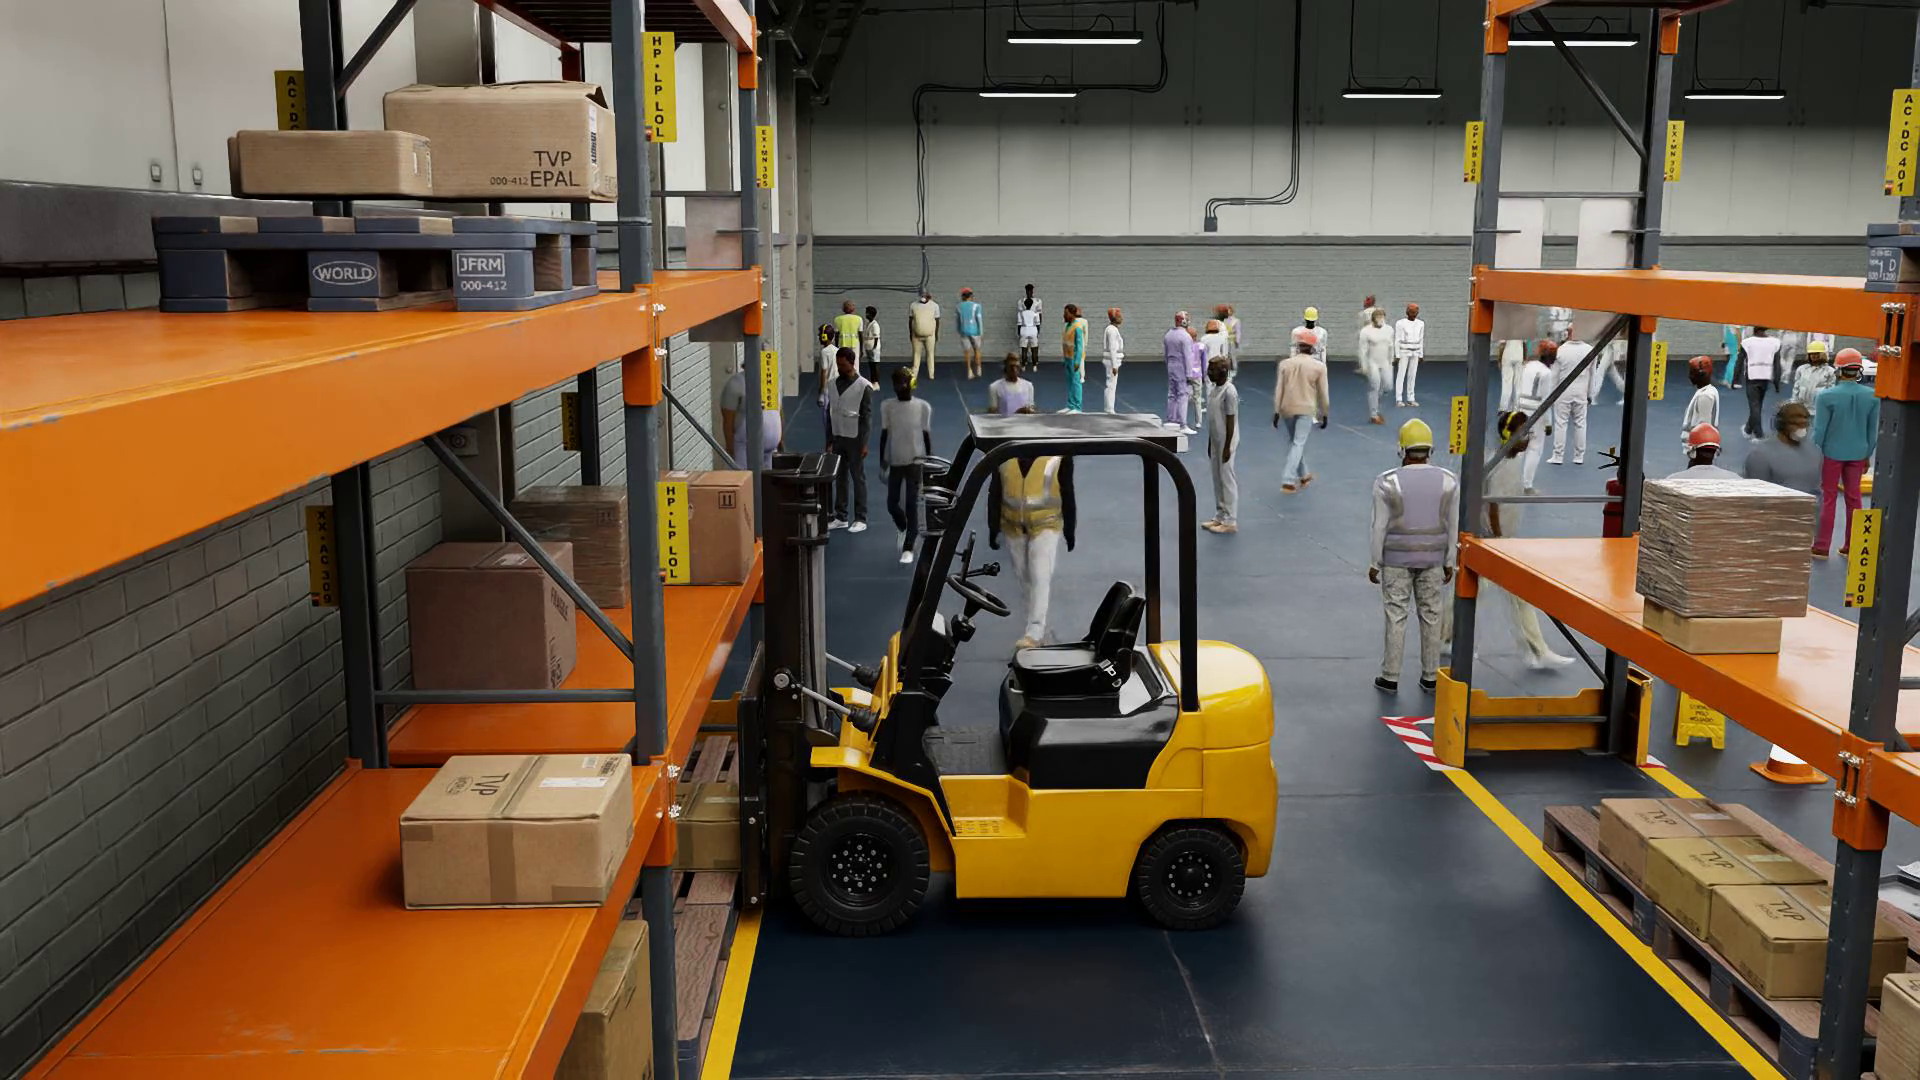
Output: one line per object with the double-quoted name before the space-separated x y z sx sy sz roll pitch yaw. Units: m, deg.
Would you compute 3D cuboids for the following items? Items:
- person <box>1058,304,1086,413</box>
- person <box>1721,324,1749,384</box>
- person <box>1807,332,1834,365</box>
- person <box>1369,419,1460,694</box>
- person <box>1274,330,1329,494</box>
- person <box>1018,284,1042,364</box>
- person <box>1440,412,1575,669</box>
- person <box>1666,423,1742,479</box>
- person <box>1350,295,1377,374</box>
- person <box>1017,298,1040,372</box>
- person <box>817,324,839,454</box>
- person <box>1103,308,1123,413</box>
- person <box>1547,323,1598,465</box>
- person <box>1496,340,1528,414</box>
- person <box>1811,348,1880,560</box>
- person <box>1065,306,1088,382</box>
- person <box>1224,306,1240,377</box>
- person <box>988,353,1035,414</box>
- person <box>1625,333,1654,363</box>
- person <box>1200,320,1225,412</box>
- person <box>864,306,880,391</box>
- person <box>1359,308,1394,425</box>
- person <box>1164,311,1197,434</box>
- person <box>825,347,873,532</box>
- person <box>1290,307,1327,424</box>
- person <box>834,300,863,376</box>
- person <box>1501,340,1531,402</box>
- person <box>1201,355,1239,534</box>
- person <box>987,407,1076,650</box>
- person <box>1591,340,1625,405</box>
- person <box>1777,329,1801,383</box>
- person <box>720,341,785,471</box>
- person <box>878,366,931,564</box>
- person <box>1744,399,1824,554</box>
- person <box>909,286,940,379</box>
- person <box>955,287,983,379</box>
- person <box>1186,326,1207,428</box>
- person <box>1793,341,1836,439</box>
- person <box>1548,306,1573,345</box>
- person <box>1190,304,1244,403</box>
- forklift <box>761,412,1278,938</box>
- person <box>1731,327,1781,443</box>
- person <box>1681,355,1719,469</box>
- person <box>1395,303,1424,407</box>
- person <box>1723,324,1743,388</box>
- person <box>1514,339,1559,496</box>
"person" 1.957 -3.119 28.776 0.394 1.919 0.590 -3 11 -19
"person" 16.273 -4.225 34.948 0.564 1.927 0.427 -2 10 -9
"person" 16.962 -3.702 32.807 0.313 1.637 0.513 -7 13 -36
"person" 2.987 0.114 10.993 0.587 1.837 0.404 0 10 -2
"person" 4.098 -1.539 19.943 0.629 1.931 1.046 7 12 35
"person" 1.706 -5.279 40.696 0.603 1.959 0.377 -1 10 -6
"person" 3.838 -0.001 11.707 0.993 1.813 0.553 9 14 42
"person" 5.080 0.069 11.473 0.560 1.752 0.325 0 10 -2
"person" 9.223 -4.578 37.262 0.588 1.799 0.981 -6 12 -32
"person" 1.580 -4.713 38.278 0.533 1.697 0.318 0 10 -2
"person" -1.817 -2.023 22.847 0.330 1.862 0.504 4 11 20
"person" 2.560 -2.920 27.766 0.355 1.883 0.573 0 10 1
"person" 8.196 -1.959 22.350 0.642 1.909 0.410 0 10 -2
"person" 9.601 -3.112 28.943 0.507 1.847 0.345 0 10 -2
"person" 8.295 -0.802 15.656 0.609 1.995 0.376 0 10 -2
"person" 2.468 -4.159 35.359 0.497 1.636 0.286 0 10 -2
"person" 5.902 -4.362 36.597 0.555 1.601 0.777 4 11 20
"person" 0.602 -1.072 17.695 0.513 1.809 0.899 -4 11 -22
"person" 12.835 -3.468 31.342 0.492 1.701 0.872 0 10 1
"person" 4.417 -3.044 29.153 0.498 1.633 0.280 -4 11 -22
"person" -1.775 -3.850 33.466 0.321 1.697 0.529 -4 11 -21
"person" 6.809 -2.822 27.127 0.655 1.914 0.439 -3 11 -18
"person" 3.451 -2.604 25.941 0.408 1.909 0.638 -5 11 -26
"person" -1.152 -1.042 17.218 0.592 1.916 0.392 7 13 36
"person" 5.735 -2.869 27.381 0.585 1.919 0.374 1 10 4
"person" -2.160 -3.729 32.366 0.566 1.849 0.390 0 10 -2
"person" 10.402 -3.465 31.160 0.560 1.752 0.325 0 10 -2
"person" 2.688 -0.984 17.130 0.347 1.838 0.501 -3 11 -16
"person" 0.507 -0.077 12.189 0.637 1.786 0.952 4 11 20
"person" 11.916 -3.401 30.475 0.973 1.879 0.593 1 10 7
"person" 17.570 -4.186 35.249 0.499 1.722 0.403 1 10 4
"person" -2.038 -1.007 16.670 0.537 2.000 0.700 10 14 43
"person" -0.506 -0.719 15.619 0.507 1.852 0.568 2 10 10
"person" 5.803 -0.069 11.844 0.634 1.903 0.906 -3 11 -18
"person" -0.790 -4.530 36.294 0.674 2.000 0.535 1 10 3
"person" 0.226 -4.544 36.522 0.654 1.990 0.748 2 10 13
"person" 3.694 -2.598 26.640 0.511 1.644 0.307 0 10 -2
"person" 10.804 -1.654 21.103 0.484 1.745 0.296 9 13 41
"person" 14.302 -5.070 39.736 0.551 1.900 0.732 -1 10 -7
"person" 4.771 -3.465 30.946 0.983 1.842 0.594 5 11 24
"forklift" 0.291 0.548 7.580 2.313 2.155 1.214 0 10 -2
"person" 11.921 -2.404 24.962 0.612 1.854 1.006 0 10 0
"person" 7.229 -0.863 16.297 0.356 1.887 0.573 5 11 25
"person" 8.154 -3.358 30.195 0.584 1.883 0.358 -3 11 -18
"person" 15.874 -4.021 34.086 0.368 1.825 0.661 2 10 9
"person" 6.742 -1.454 19.699 0.378 1.853 0.773 -2 10 -11
